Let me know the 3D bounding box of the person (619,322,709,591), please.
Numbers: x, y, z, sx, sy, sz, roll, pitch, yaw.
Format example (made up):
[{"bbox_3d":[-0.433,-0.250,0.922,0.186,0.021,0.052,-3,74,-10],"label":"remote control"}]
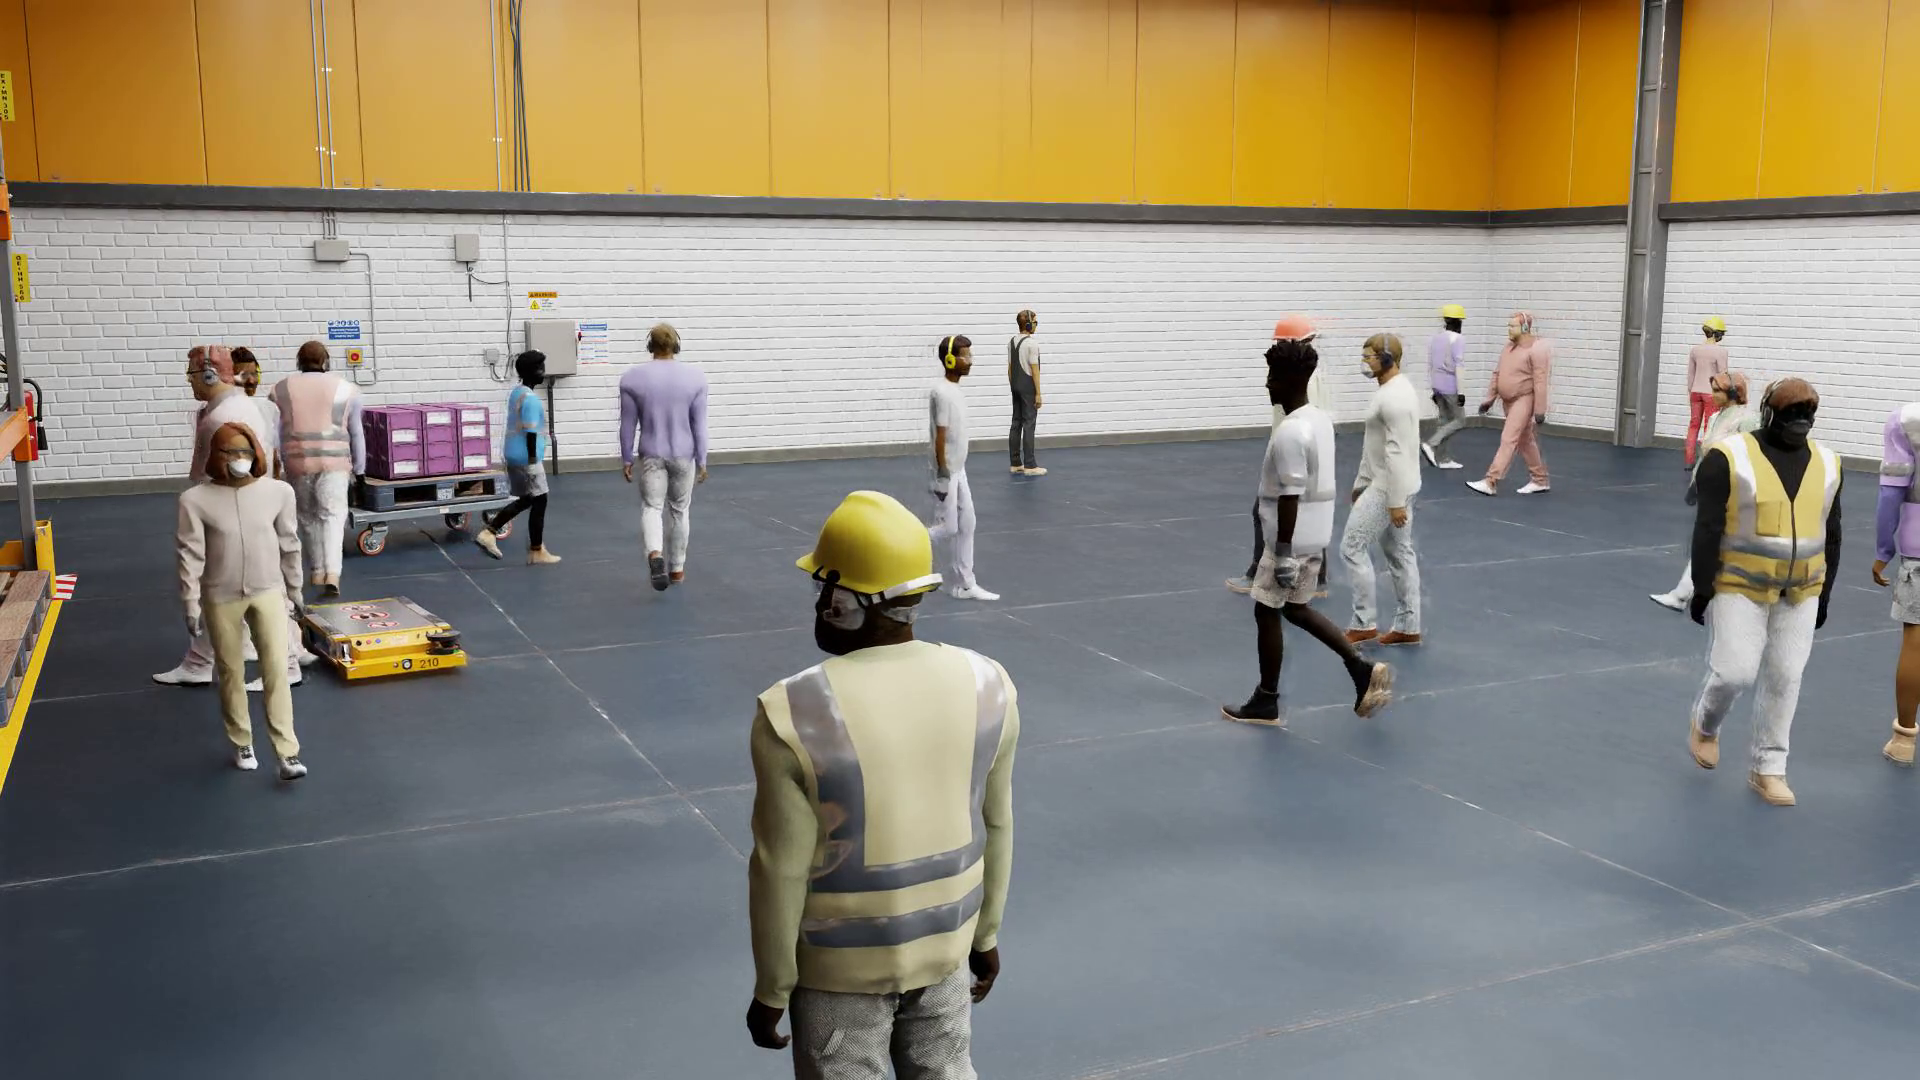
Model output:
[{"bbox_3d":[-2.093,-0.584,11.801,0.629,1.918,0.830,-1,9,-8],"label":"person"}]

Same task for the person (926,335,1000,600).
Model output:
[{"bbox_3d":[-0.122,-0.489,11.441,0.725,1.850,0.513,2,9,14],"label":"person"}]

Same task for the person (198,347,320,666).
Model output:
[{"bbox_3d":[-4.002,-0.168,9.456,0.888,1.830,0.541,7,12,39],"label":"person"}]

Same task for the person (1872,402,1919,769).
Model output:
[{"bbox_3d":[4.489,0.037,7.545,0.611,2.042,0.394,5,10,28],"label":"person"}]

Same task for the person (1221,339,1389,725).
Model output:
[{"bbox_3d":[1.711,-0.019,8.198,0.731,1.946,0.624,5,11,31],"label":"person"}]

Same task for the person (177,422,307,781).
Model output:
[{"bbox_3d":[-3.143,0.288,7.338,0.528,1.595,0.801,-6,11,-31],"label":"person"}]

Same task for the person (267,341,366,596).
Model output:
[{"bbox_3d":[-4.535,-0.510,11.750,0.644,1.790,0.939,-3,10,-17],"label":"person"}]

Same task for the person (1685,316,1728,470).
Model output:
[{"bbox_3d":[8.484,-1.644,18.839,0.330,1.765,0.533,-4,10,-22],"label":"person"}]

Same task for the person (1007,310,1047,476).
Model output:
[{"bbox_3d":[0.736,-1.640,18.566,0.345,1.846,0.507,-7,11,-36],"label":"person"}]

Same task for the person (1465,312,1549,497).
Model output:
[{"bbox_3d":[5.584,-1.364,16.825,1.008,1.857,0.660,-2,9,-10],"label":"person"}]

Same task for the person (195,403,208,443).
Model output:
[{"bbox_3d":[-5.005,-0.429,11.619,0.541,1.645,0.875,-8,12,-42],"label":"person"}]

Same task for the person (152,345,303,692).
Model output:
[{"bbox_3d":[-3.992,-0.096,8.903,0.830,1.868,0.651,-4,10,-21],"label":"person"}]

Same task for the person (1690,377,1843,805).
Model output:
[{"bbox_3d":[3.457,0.204,7.174,0.644,1.825,0.515,0,9,-1],"label":"person"}]

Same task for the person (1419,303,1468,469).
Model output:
[{"bbox_3d":[5.534,-1.740,18.967,0.532,1.913,0.613,-3,10,-16],"label":"person"}]

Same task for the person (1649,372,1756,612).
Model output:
[{"bbox_3d":[4.955,-0.303,10.999,0.810,1.598,0.549,1,9,3],"label":"person"}]

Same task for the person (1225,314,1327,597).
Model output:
[{"bbox_3d":[2.220,-0.580,11.605,0.819,1.962,0.647,5,10,28],"label":"person"}]

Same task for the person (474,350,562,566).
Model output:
[{"bbox_3d":[-3.407,-0.617,12.742,0.560,1.673,0.552,-6,11,-31],"label":"person"}]

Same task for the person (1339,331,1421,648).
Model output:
[{"bbox_3d":[2.473,-0.284,9.954,0.718,1.915,0.634,3,10,17],"label":"person"}]

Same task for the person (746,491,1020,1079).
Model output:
[{"bbox_3d":[-0.168,0.811,3.381,0.596,1.837,0.404,-6,11,-32],"label":"person"}]

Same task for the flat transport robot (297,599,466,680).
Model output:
[{"bbox_3d":[-3.457,0.554,9.821,0.652,0.197,1.431,-6,11,-32],"label":"flat transport robot"}]
